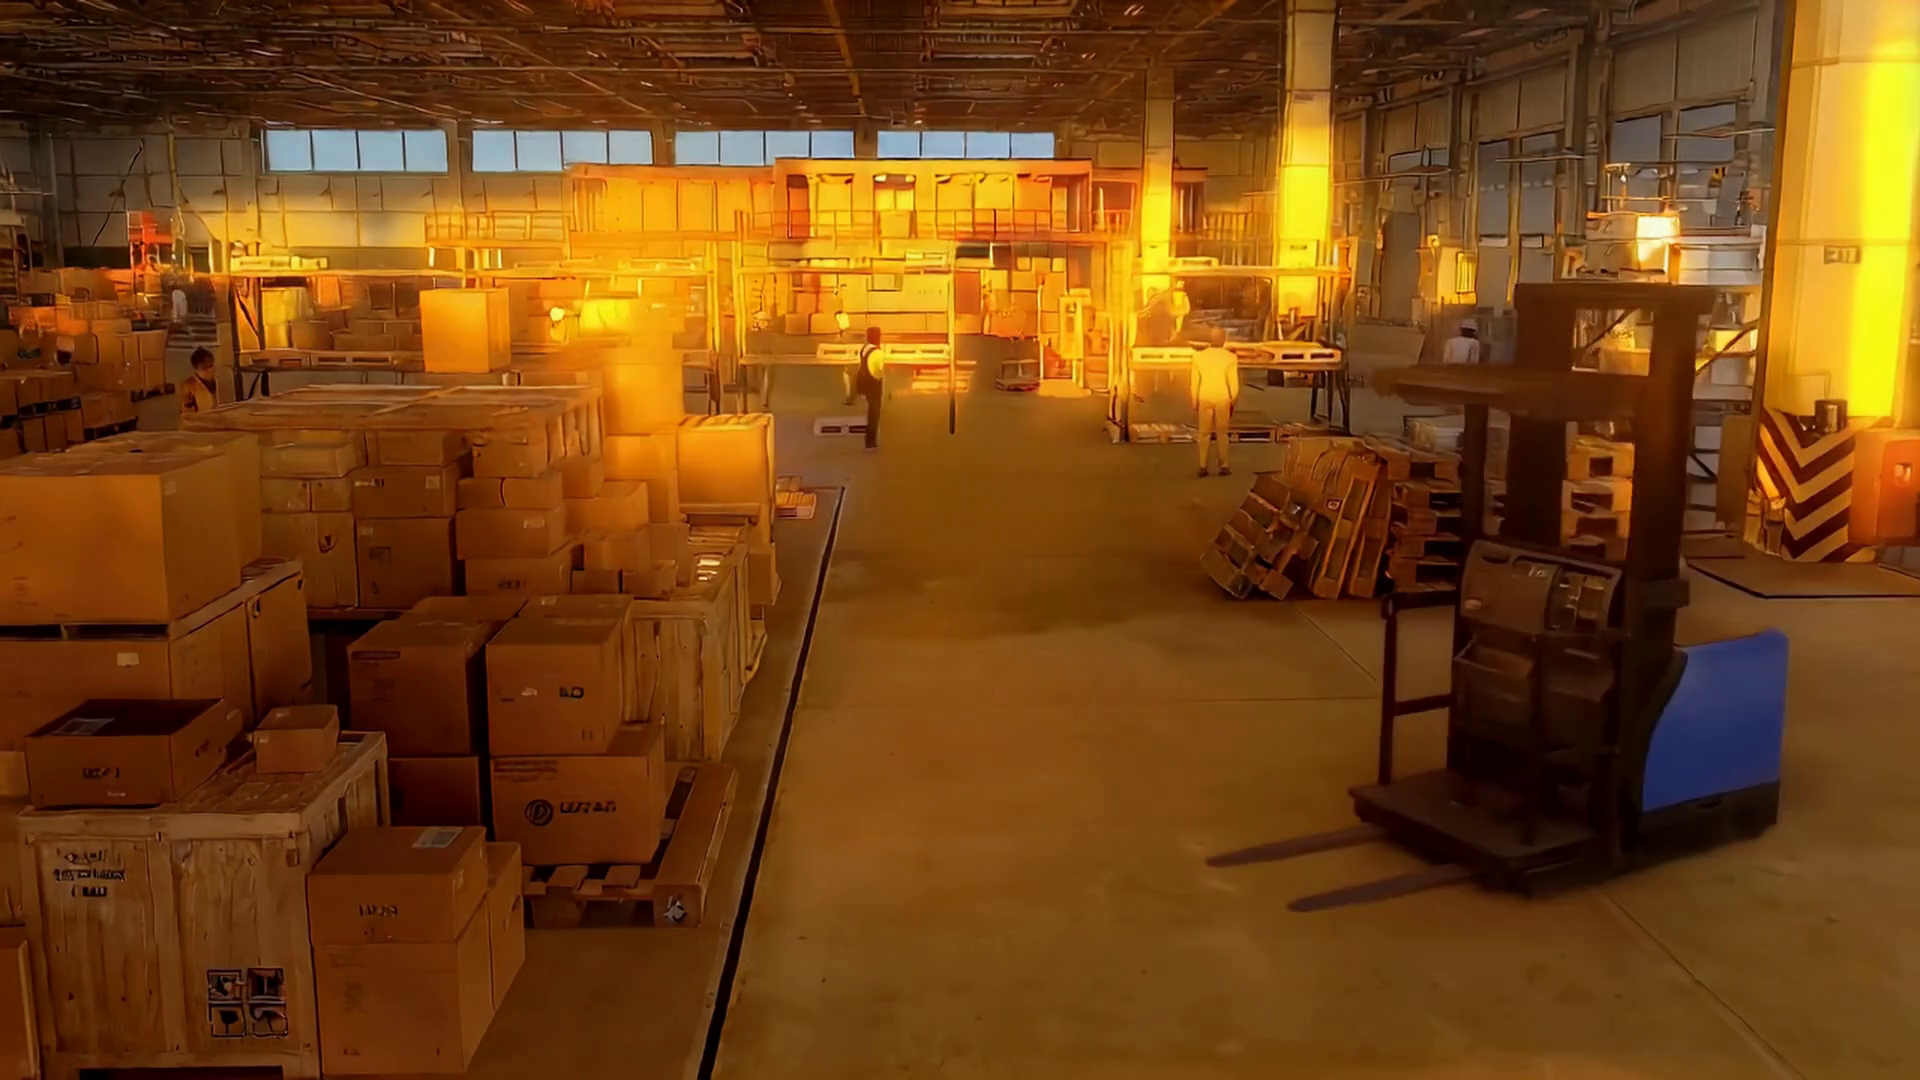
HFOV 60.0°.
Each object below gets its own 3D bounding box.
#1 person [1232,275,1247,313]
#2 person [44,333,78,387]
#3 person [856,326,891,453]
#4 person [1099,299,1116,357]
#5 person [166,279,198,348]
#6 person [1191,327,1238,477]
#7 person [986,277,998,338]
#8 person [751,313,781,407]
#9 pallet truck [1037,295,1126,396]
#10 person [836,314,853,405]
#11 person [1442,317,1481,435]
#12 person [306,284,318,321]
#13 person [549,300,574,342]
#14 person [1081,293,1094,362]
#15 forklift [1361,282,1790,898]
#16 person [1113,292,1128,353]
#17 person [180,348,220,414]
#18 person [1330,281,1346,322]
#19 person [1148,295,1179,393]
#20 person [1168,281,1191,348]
[{"bbox_3d":[11.910,-10.659,70.972,0.625,1.938,1.023,8,13,39],"label":"person"},{"bbox_3d":[-11.162,-1.640,20.818,0.407,1.905,0.585,0,10,0],"label":"person"},{"bbox_3d":[-1.195,-2.168,24.007,0.616,1.819,0.544,-10,14,-43],"label":"person"},{"bbox_3d":[3.140,-4.134,34.902,0.430,1.845,0.619,1,10,8],"label":"person"},{"bbox_3d":[-22.366,-6.470,47.541,1.076,1.978,0.611,-1,10,-3],"label":"person"},{"bbox_3d":[3.294,-1.781,21.540,0.627,1.936,0.376,6,12,29],"label":"person"},{"bbox_3d":[0.995,-7.313,52.387,0.368,1.932,0.623,3,11,17],"label":"person"},{"bbox_3d":[-3.562,-3.275,30.385,0.521,1.740,0.699,1,10,5],"label":"person"},{"bbox_3d":[2.483,-3.881,33.060,1.885,1.965,0.823,-7,13,-36],"label":"pallet truck"},{"bbox_3d":[-2.152,-3.362,31.008,0.317,1.695,0.540,-2,10,-13],"label":"person"},{"bbox_3d":[7.679,-2.457,25.409,0.590,1.894,0.731,8,13,38],"label":"person"},{"bbox_3d":[-18.171,-6.220,46.491,0.505,1.855,0.423,6,12,30],"label":"person"},{"bbox_3d":[-7.590,-3.582,31.589,0.594,1.924,0.382,8,13,39],"label":"person"},{"bbox_3d":[3.130,-5.352,41.969,0.492,1.740,0.316,7,13,36],"label":"person"},{"bbox_3d":[3.154,0.123,8.293,1.873,2.768,1.129,-5,11,-27],"label":"forklift"},{"bbox_3d":[3.486,-4.531,36.917,0.581,1.919,0.395,-3,11,-15],"label":"person"},{"bbox_3d":[-8.066,-1.093,17.755,0.375,1.915,0.598,1,10,6],"label":"person"},{"bbox_3d":[11.039,-6.655,48.843,0.547,1.898,0.935,9,13,40],"label":"person"},{"bbox_3d":[4.042,-3.909,33.258,0.620,1.982,0.559,-9,14,-41],"label":"person"},{"bbox_3d":[6.270,-6.353,47.084,0.639,1.900,0.938,10,14,43],"label":"person"}]
